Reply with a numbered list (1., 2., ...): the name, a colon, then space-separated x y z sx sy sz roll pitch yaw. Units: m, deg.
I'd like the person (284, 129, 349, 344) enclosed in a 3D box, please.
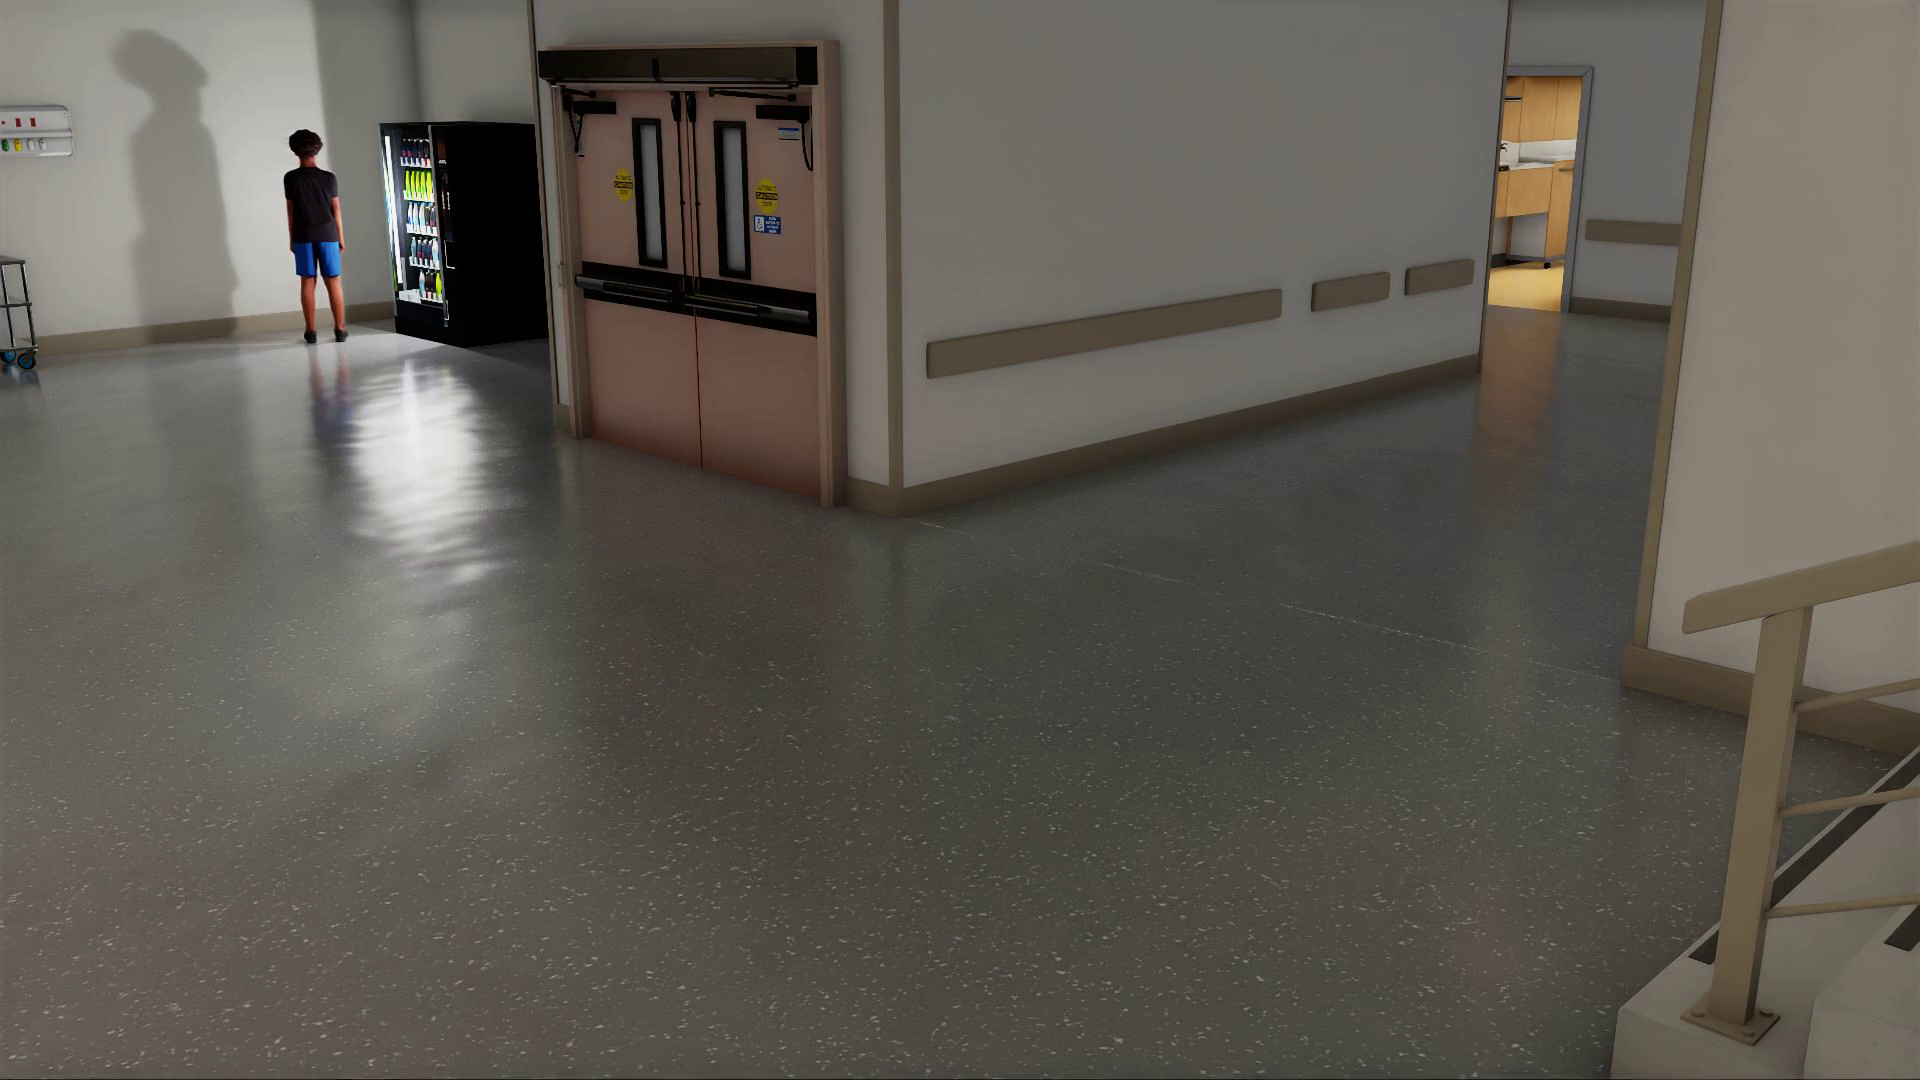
1. person: -5.521 -2.599 14.248 0.677 1.794 0.685 -5 17 -19
